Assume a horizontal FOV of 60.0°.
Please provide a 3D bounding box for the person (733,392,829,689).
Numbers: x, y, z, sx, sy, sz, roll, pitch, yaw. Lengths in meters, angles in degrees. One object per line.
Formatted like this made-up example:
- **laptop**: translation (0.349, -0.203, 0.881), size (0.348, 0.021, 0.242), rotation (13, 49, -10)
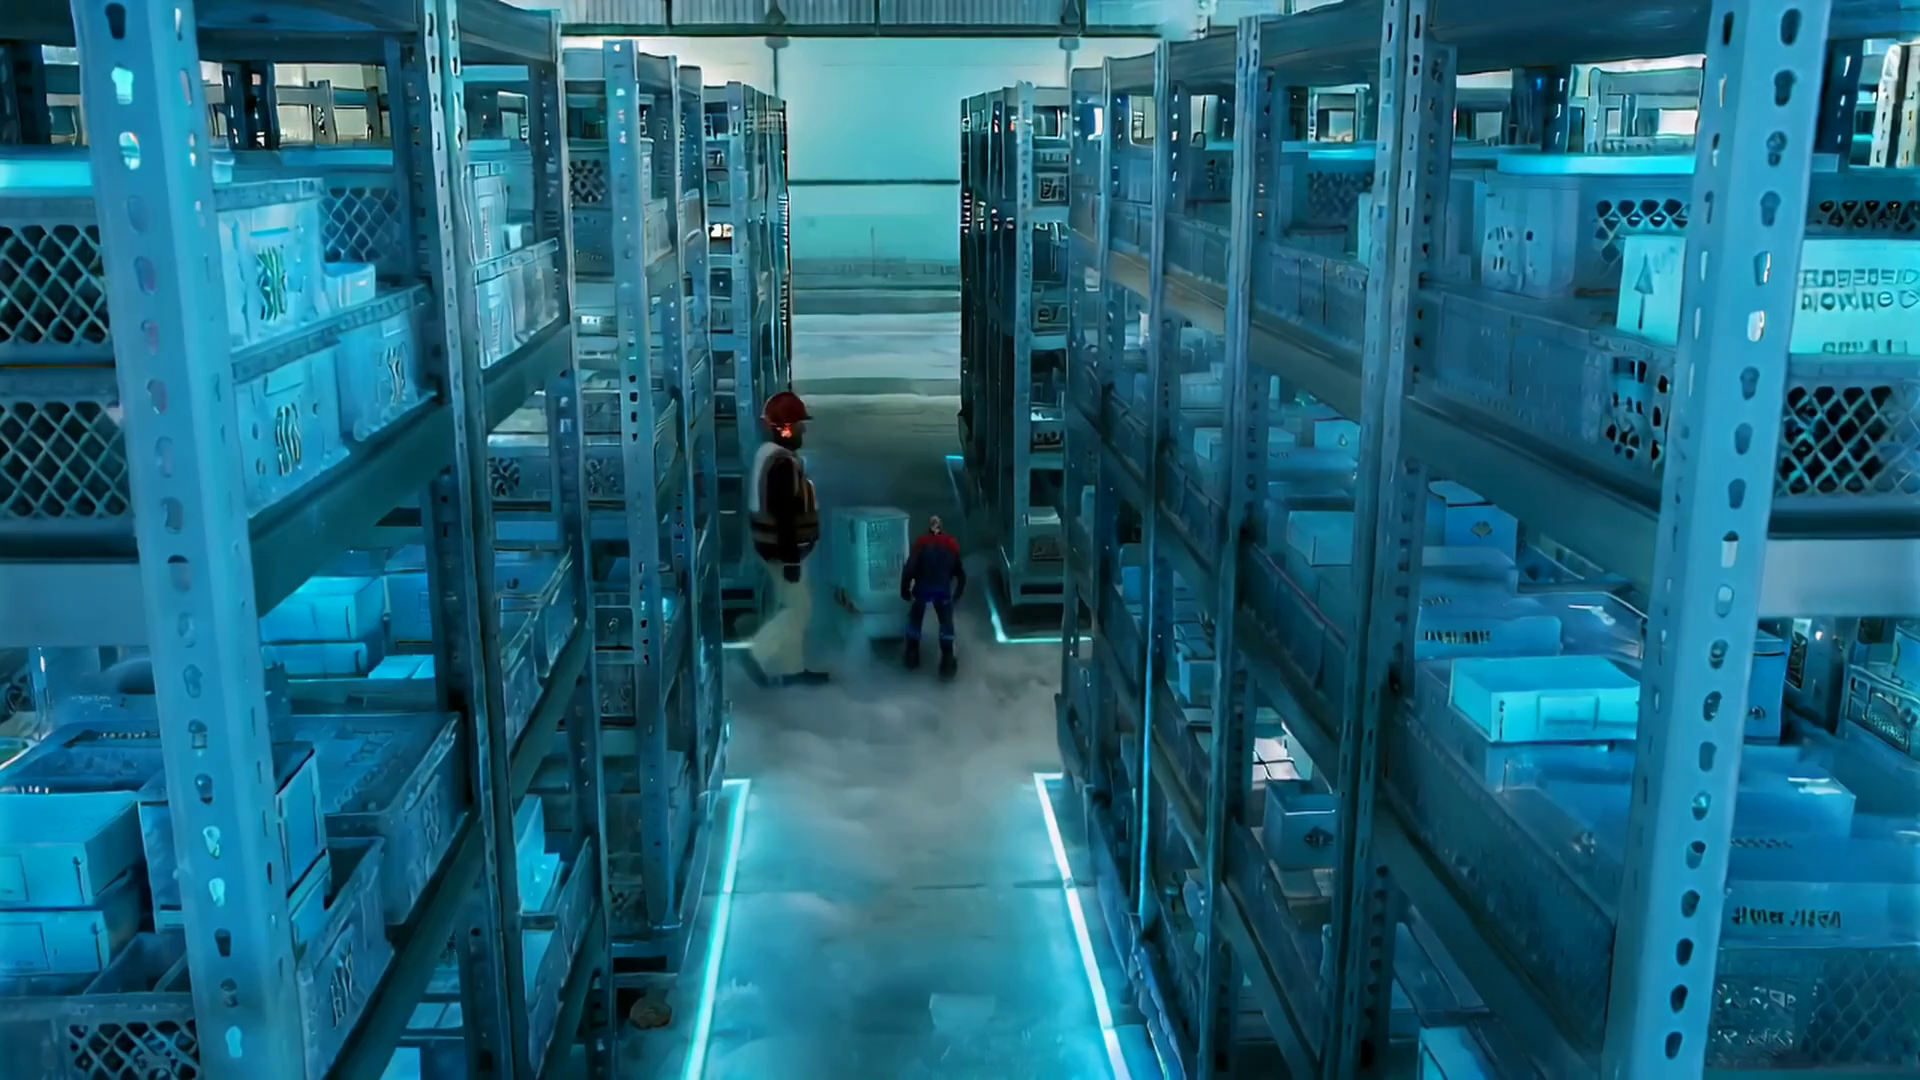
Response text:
- **person**: translation (-1.063, 0.028, 9.874), size (0.489, 1.821, 0.611), rotation (-3, 14, -13)
